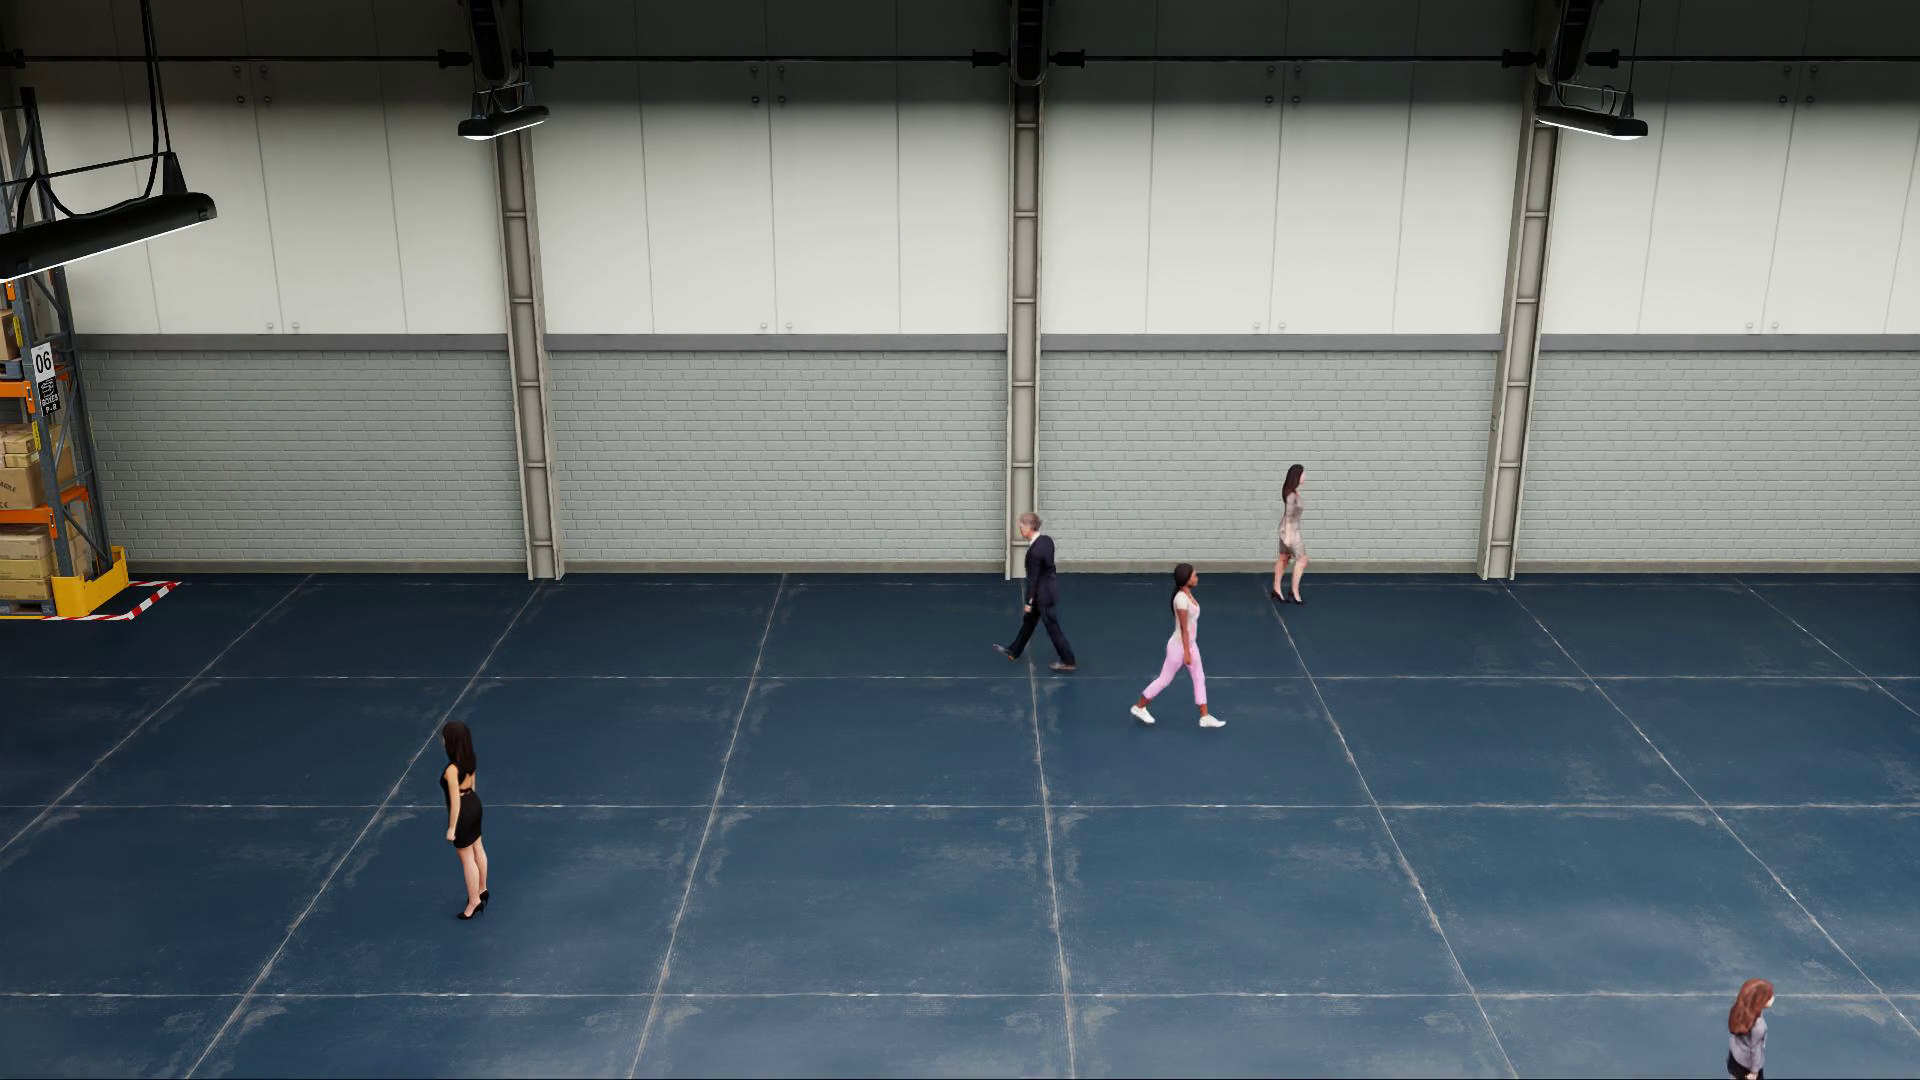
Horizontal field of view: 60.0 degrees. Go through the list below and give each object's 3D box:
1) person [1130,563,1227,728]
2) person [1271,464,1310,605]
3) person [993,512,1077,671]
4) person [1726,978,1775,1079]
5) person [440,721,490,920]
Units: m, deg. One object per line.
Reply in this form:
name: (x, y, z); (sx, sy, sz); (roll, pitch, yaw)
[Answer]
person: (2.090, 1.070, 16.390); (1.235, 1.700, 0.795); (4, 19, 13)
person: (3.843, -0.057, 19.803); (0.672, 1.728, 0.658); (2, 18, 6)
person: (0.973, 0.590, 17.779); (1.242, 1.752, 0.908); (5, 19, 15)
person: (4.994, 3.264, 10.615); (0.514, 1.103, 0.501); (2, 18, 6)
person: (-3.874, 2.184, 13.049); (0.516, 1.650, 0.578); (3, 18, 8)
